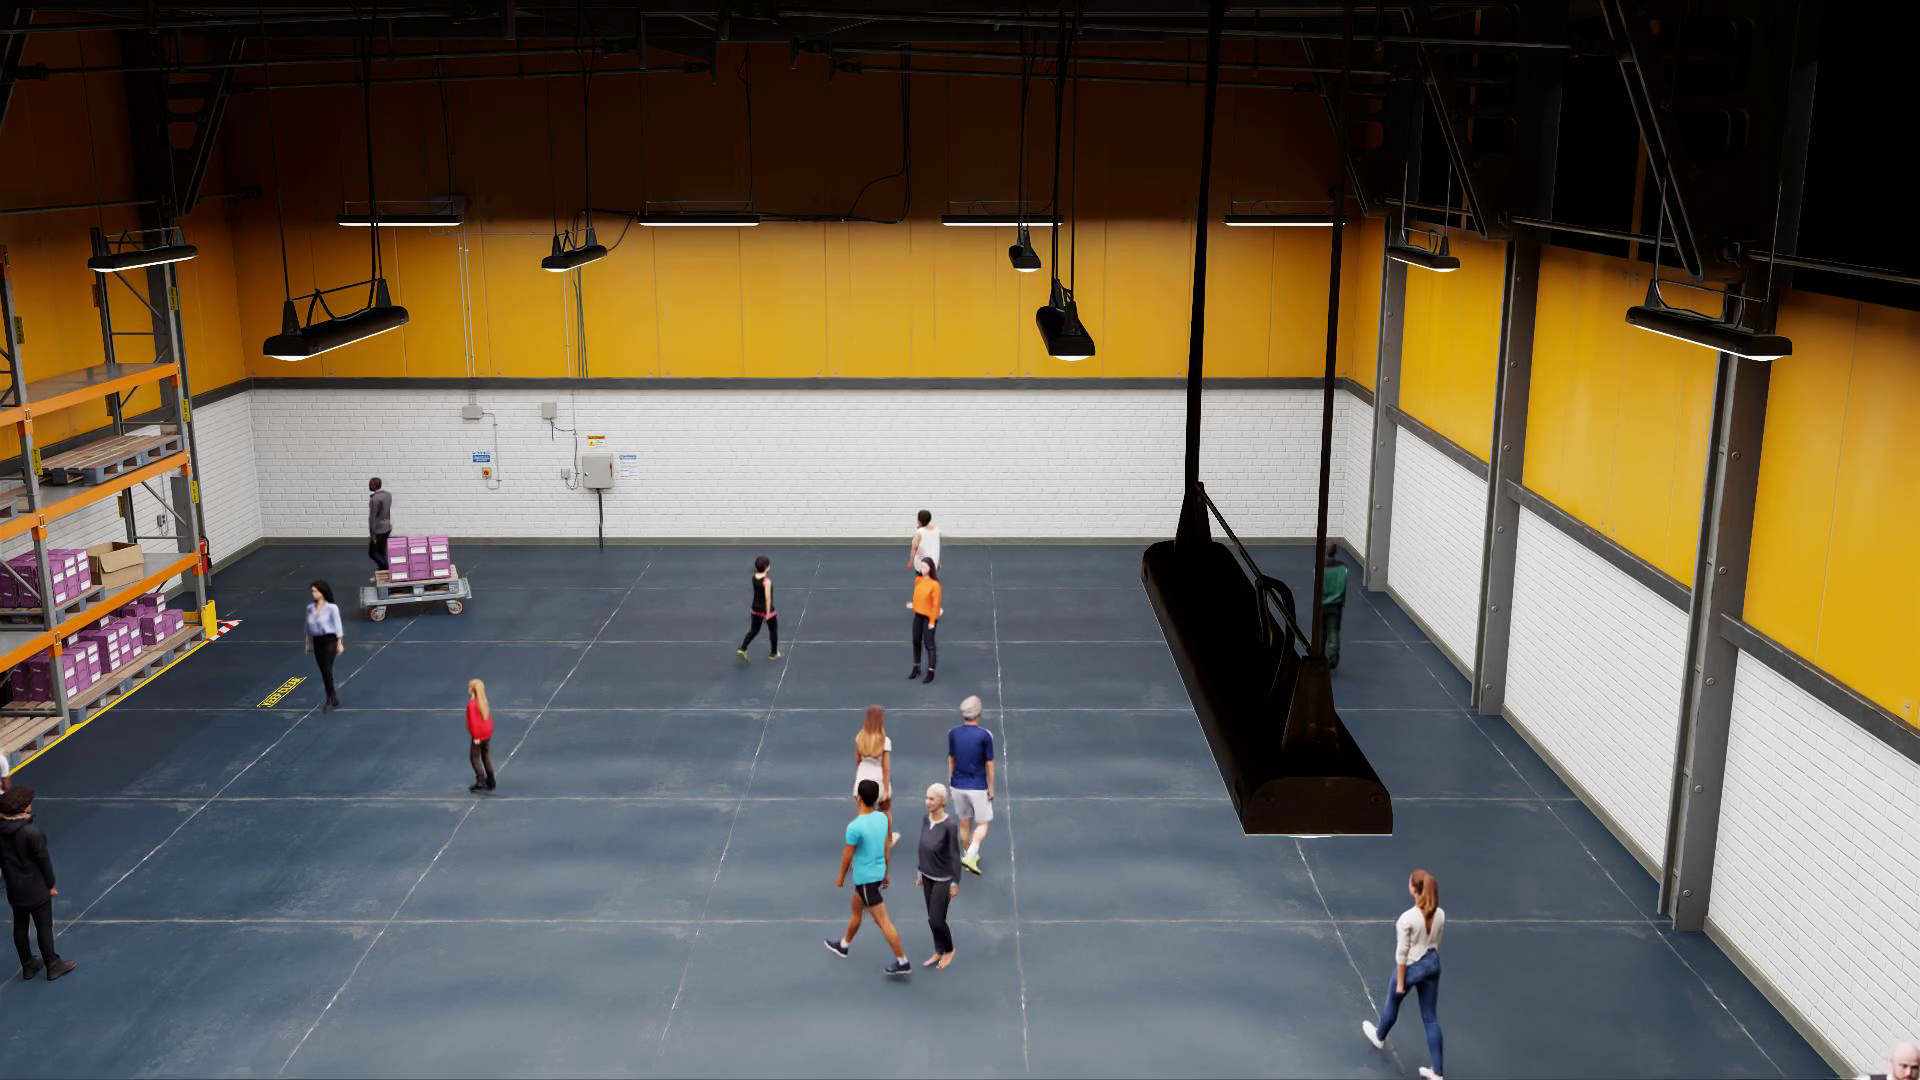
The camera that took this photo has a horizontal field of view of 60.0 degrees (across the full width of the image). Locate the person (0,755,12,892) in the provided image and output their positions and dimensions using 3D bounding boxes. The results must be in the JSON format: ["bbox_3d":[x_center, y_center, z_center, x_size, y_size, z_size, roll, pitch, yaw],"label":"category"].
[{"bbox_3d":[-9.452,2.640,16.220,0.723,1.689,1.148,-2,14,-9],"label":"person"}]

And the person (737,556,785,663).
[{"bbox_3d":[-2.841,0.991,23.378,0.932,1.525,1.036,11,17,38],"label":"person"}]

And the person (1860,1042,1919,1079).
[{"bbox_3d":[5.823,3.970,10.446,0.766,1.822,0.727,5,14,20],"label":"person"}]

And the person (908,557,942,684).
[{"bbox_3d":[-0.423,1.063,22.621,0.794,1.743,0.730,-12,18,-41],"label":"person"}]

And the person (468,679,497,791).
[{"bbox_3d":[-5.414,2.222,18.866,0.651,1.257,0.522,1,14,2],"label":"person"}]

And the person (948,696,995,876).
[{"bbox_3d":[0.067,2.496,16.563,0.840,1.809,1.039,6,15,22],"label":"person"}]

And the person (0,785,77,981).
[{"bbox_3d":[-8.146,3.001,14.536,0.667,1.781,0.656,3,14,12],"label":"person"}]

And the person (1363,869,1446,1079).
[{"bbox_3d":[3.629,3.438,12.971,0.924,1.669,1.200,-6,15,-23],"label":"person"}]

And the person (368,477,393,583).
[{"bbox_3d":[-9.524,-0.140,27.450,0.919,1.807,0.910,4,14,14],"label":"person"}]

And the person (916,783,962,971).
[{"bbox_3d":[-0.132,2.963,14.819,0.797,1.721,0.725,-12,18,-40],"label":"person"}]

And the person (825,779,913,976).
[{"bbox_3d":[-0.723,3.020,14.594,1.100,1.717,1.189,9,16,33],"label":"person"}]

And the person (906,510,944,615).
[{"bbox_3d":[-0.501,0.386,25.607,1.154,1.653,1.134,11,18,39],"label":"person"}]

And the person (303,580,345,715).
[{"bbox_3d":[-8.139,1.348,21.460,0.763,1.734,0.779,4,14,16],"label":"person"}]

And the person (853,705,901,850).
[{"bbox_3d":[-0.928,2.526,16.789,0.872,1.643,1.201,5,15,21],"label":"person"}]

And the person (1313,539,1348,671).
[{"bbox_3d":[5.141,0.919,23.073,0.653,1.810,1.126,0,14,1],"label":"person"}]
